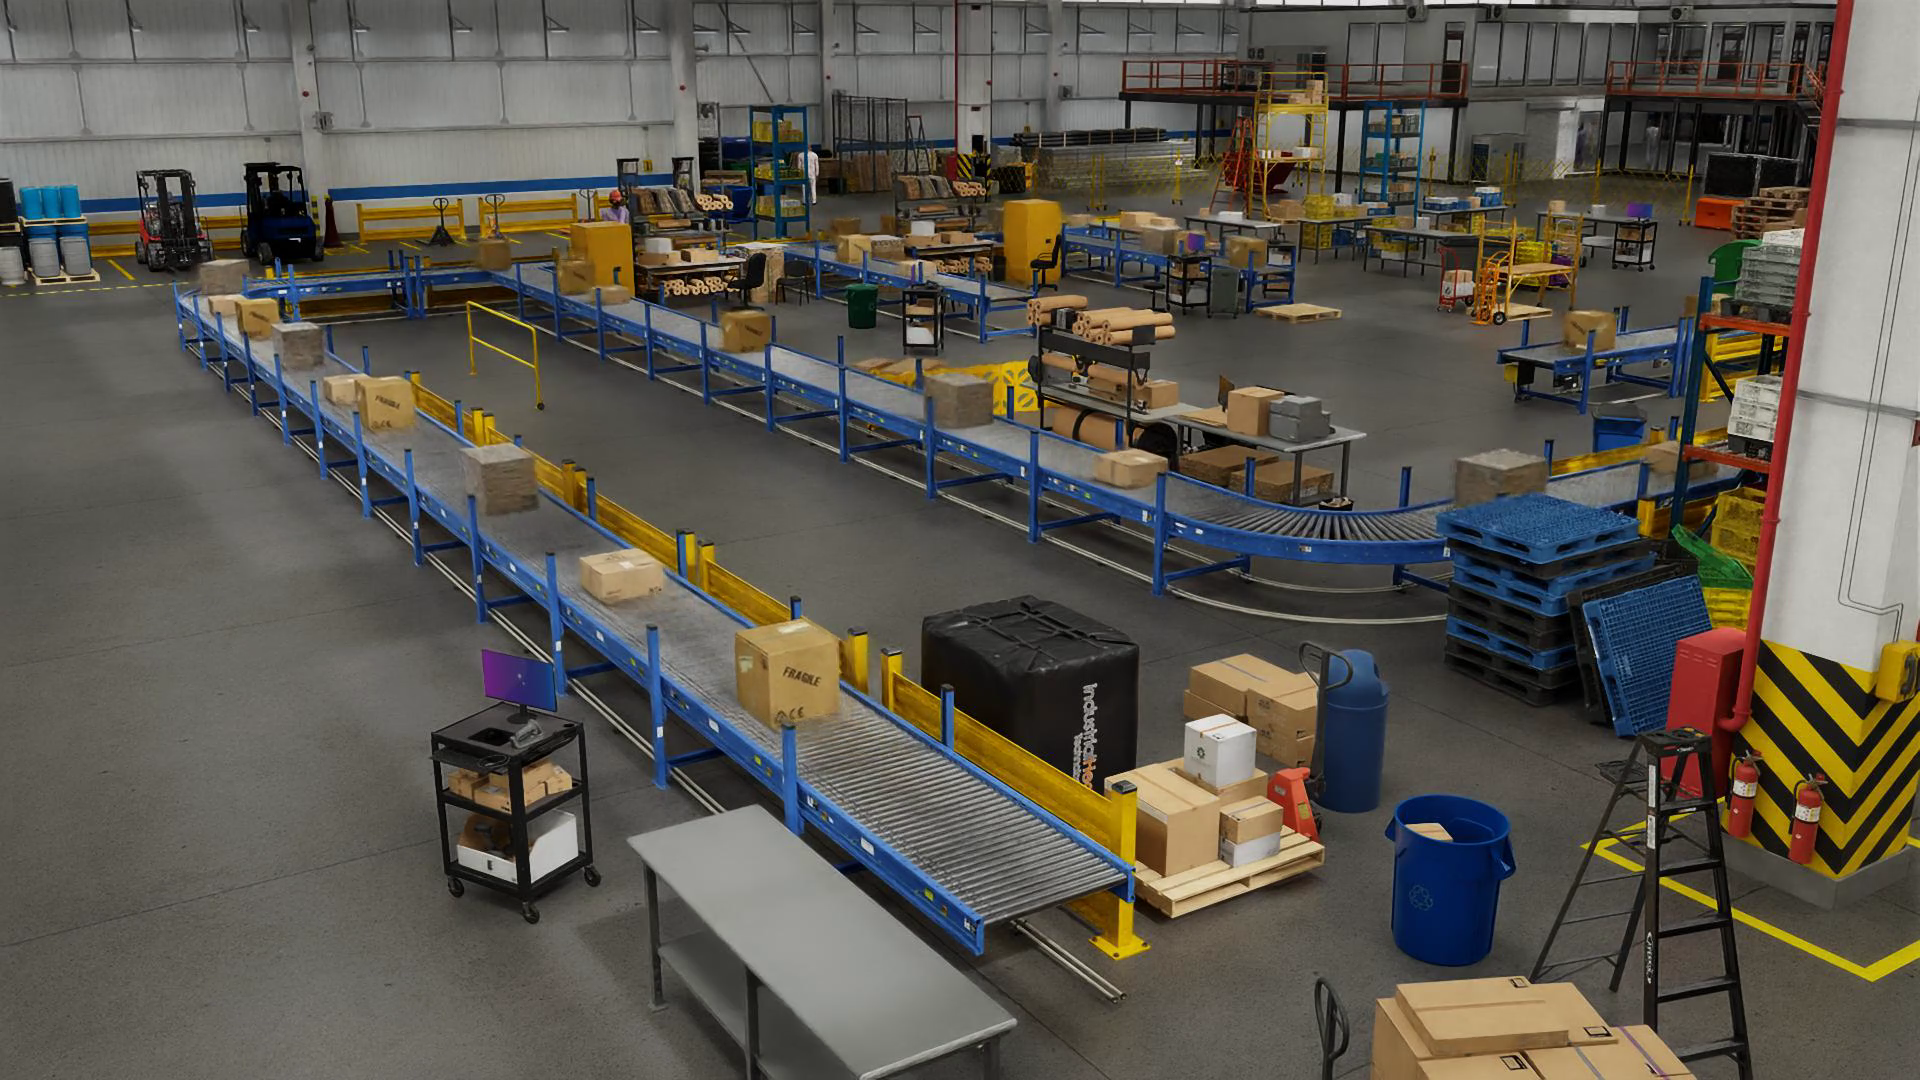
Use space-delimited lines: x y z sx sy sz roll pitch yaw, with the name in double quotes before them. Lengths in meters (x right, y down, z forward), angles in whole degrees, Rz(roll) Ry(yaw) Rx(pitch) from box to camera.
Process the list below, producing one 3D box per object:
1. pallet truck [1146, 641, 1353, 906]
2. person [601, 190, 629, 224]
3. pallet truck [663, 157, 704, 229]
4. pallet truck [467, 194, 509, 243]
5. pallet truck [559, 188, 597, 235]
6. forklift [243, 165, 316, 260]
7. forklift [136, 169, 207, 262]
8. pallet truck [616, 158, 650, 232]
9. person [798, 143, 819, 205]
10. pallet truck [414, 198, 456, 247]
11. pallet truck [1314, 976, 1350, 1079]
"pallet truck" 1.664 1.407 10.232 1.630 1.274 0.653 -10 20 -31
"person" -7.006 -6.127 34.031 0.606 2.044 0.374 -13 21 -37
"pallet truck" -7.586 -9.308 44.692 0.823 1.965 1.885 -11 20 -33
"pallet truck" -11.983 -8.177 42.137 0.704 1.261 1.522 -11 20 -33
"pallet truck" -10.010 -8.652 43.699 0.653 1.274 1.630 -10 20 -31
"forklift" -15.898 -7.669 38.708 1.157 1.987 2.680 -11 20 -33
"forklift" -17.842 -7.318 37.559 1.157 1.987 2.680 -10 20 -31
"pallet truck" -8.918 -9.176 44.255 0.823 1.965 1.885 -9 19 -27
"person" -4.724 -11.395 51.794 0.653 1.906 0.408 -2 17 -6
"pallet truck" -13.250 -8.060 41.856 0.680 1.201 1.601 -10 20 -31
"pallet truck" 2.299 2.390 7.086 1.601 1.201 0.680 -2 17 -7
